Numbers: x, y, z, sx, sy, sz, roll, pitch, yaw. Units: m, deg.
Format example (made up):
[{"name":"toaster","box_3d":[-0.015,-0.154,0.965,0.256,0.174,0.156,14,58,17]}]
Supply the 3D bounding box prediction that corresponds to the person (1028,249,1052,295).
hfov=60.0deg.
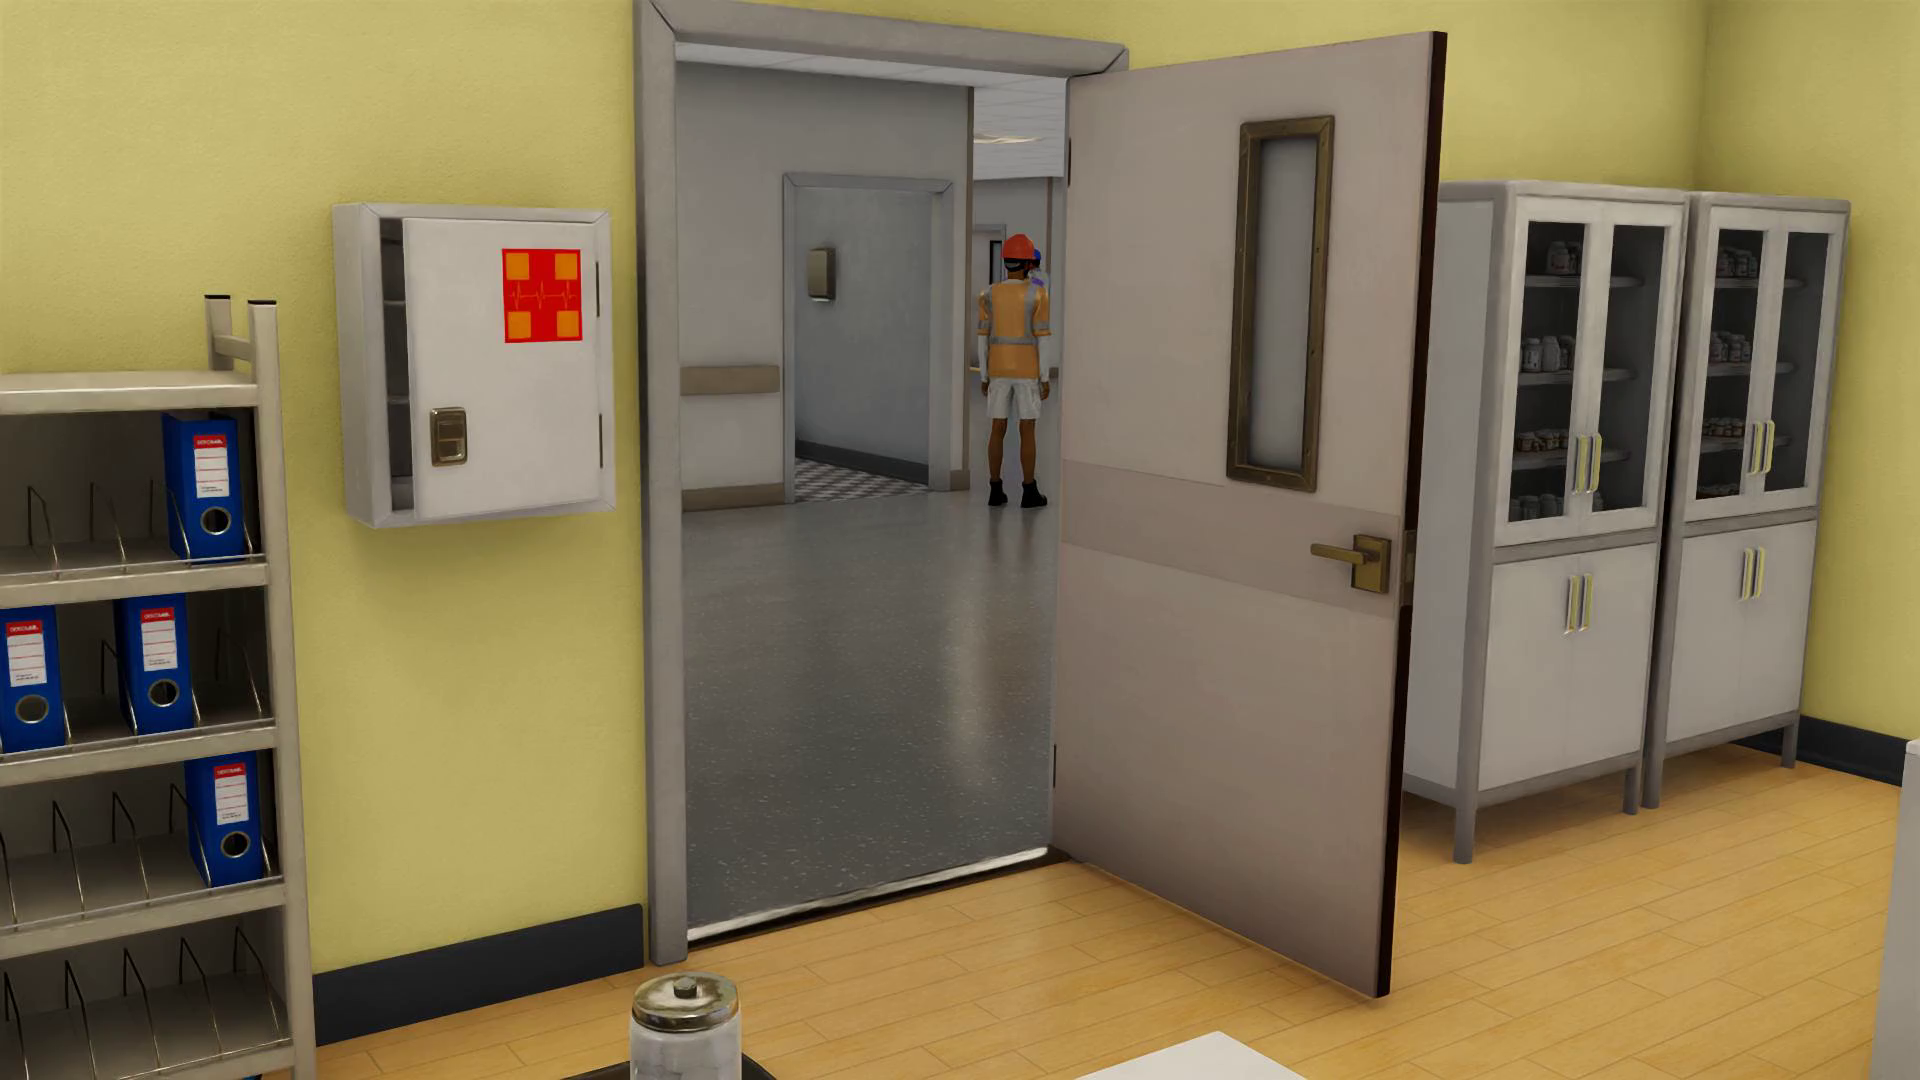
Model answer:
[{"name":"person","box_3d":[1.098,-3.305,24.479,0.404,1.945,0.616,7,12,35]}]

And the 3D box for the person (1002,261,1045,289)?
[{"name":"person","box_3d":[0.776,-2.677,21.013,0.564,1.846,0.390,1,10,0]}]

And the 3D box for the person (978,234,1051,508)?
[{"name":"person","box_3d":[0.394,-1.196,11.848,0.543,1.939,0.359,5,10,21]}]
